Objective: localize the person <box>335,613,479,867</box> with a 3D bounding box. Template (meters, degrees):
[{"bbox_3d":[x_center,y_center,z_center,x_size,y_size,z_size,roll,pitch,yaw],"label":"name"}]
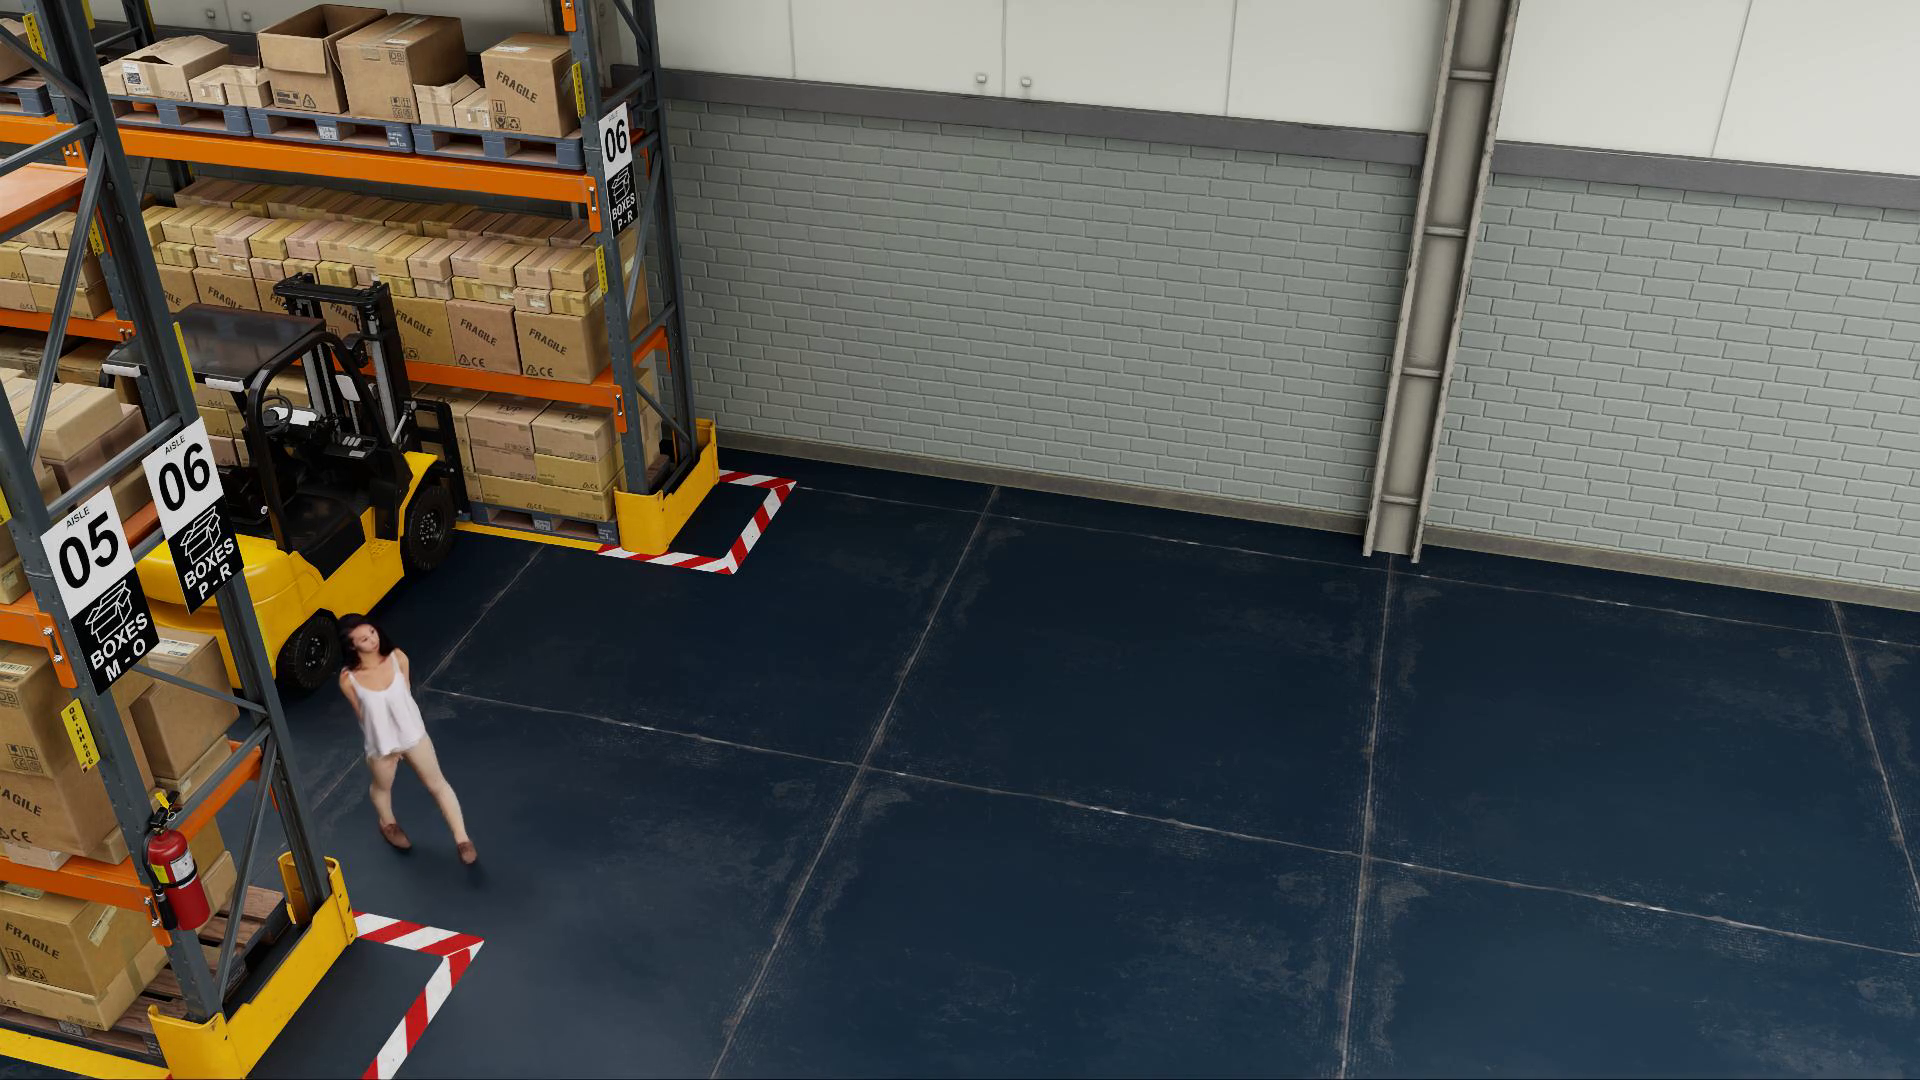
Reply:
[{"bbox_3d":[-3.024,1.154,8.976,0.933,1.621,1.051,12,35,18],"label":"person"}]
